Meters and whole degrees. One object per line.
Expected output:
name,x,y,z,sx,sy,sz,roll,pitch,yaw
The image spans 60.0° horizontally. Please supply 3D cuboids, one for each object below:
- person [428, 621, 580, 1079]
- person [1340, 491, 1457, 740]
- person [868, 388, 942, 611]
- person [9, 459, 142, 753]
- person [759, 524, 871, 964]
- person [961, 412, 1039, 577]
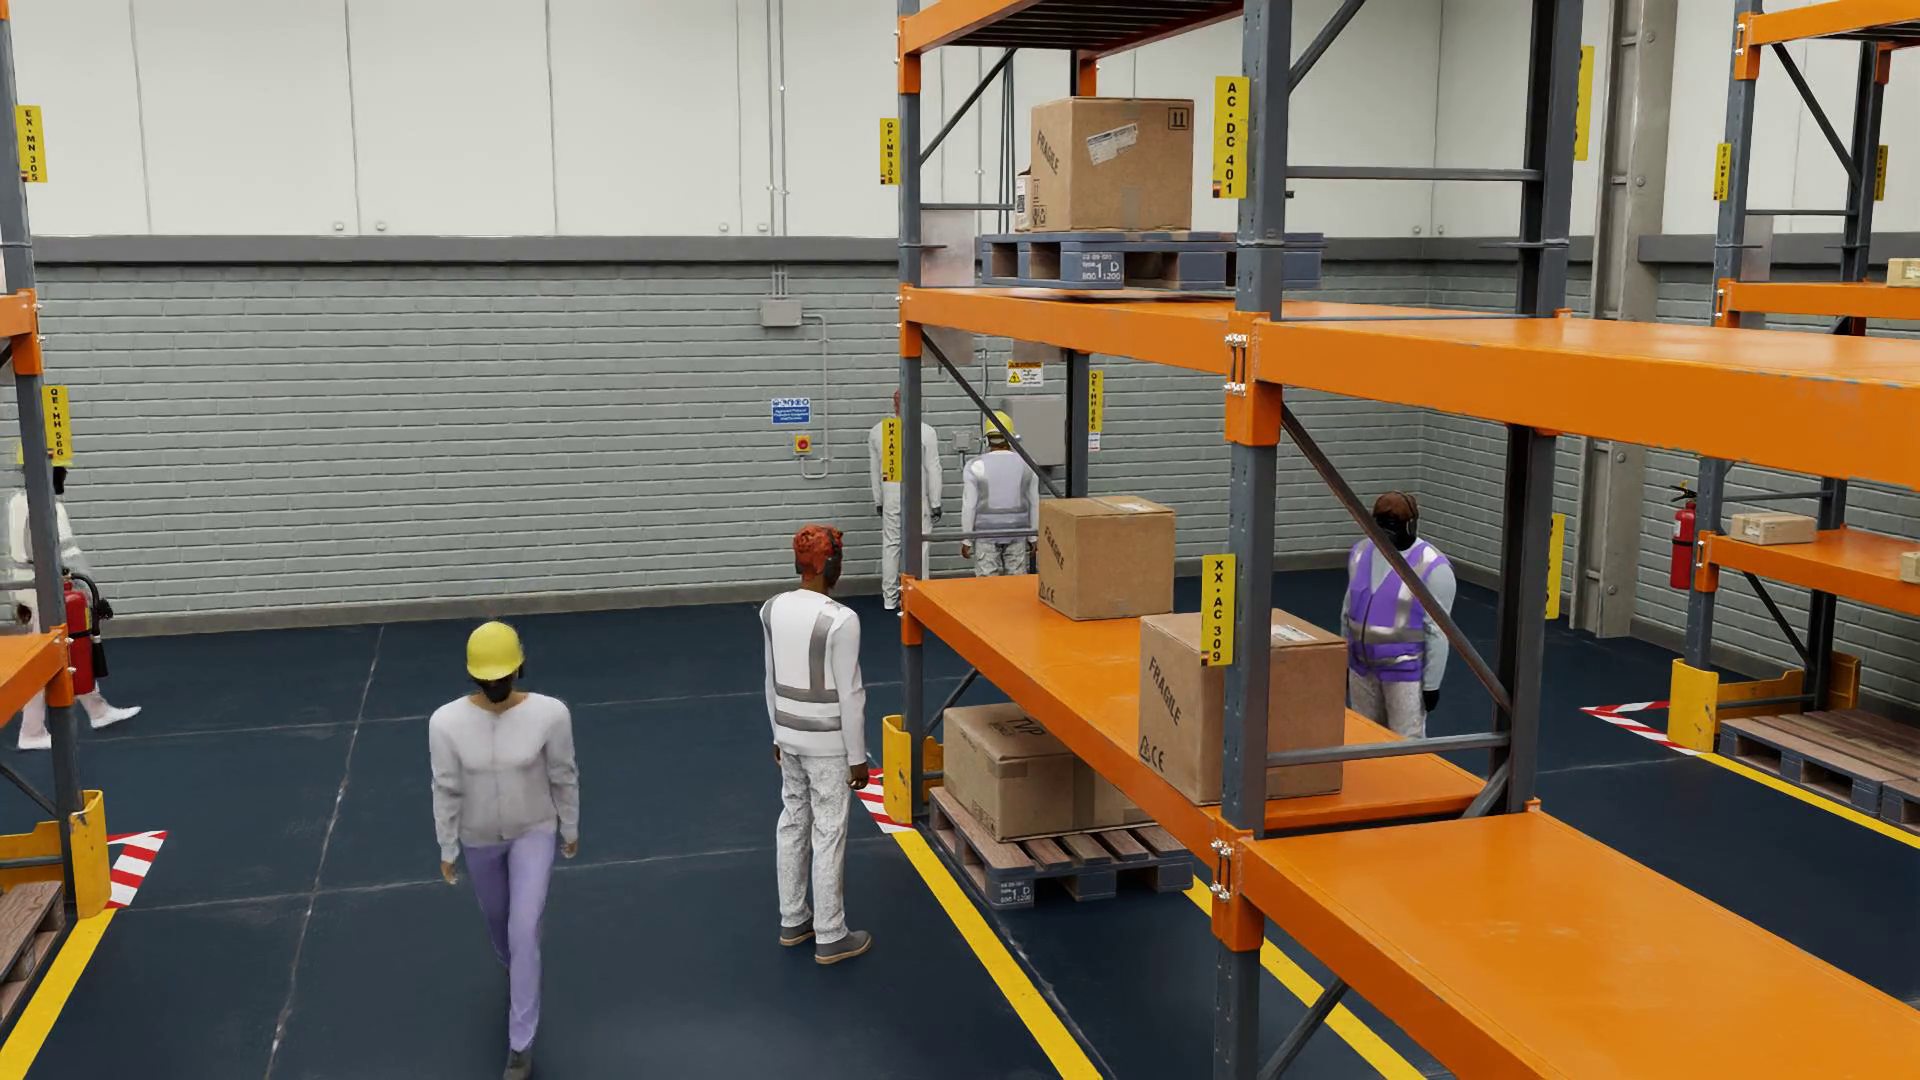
person,-1.711,1.087,6.341,0.525,1.702,0.908,-2,10,-9
person,2.178,0.657,8.434,0.429,1.836,0.631,-7,12,-35
person,-0.431,-0.335,13.865,0.643,1.909,0.410,5,11,24
person,-5.459,0.319,10.170,0.785,1.891,0.608,-10,14,-43
person,-0.612,0.864,7.119,0.575,1.880,0.358,10,14,43
person,0.294,-0.038,12.402,0.599,1.823,0.403,-2,10,-13
